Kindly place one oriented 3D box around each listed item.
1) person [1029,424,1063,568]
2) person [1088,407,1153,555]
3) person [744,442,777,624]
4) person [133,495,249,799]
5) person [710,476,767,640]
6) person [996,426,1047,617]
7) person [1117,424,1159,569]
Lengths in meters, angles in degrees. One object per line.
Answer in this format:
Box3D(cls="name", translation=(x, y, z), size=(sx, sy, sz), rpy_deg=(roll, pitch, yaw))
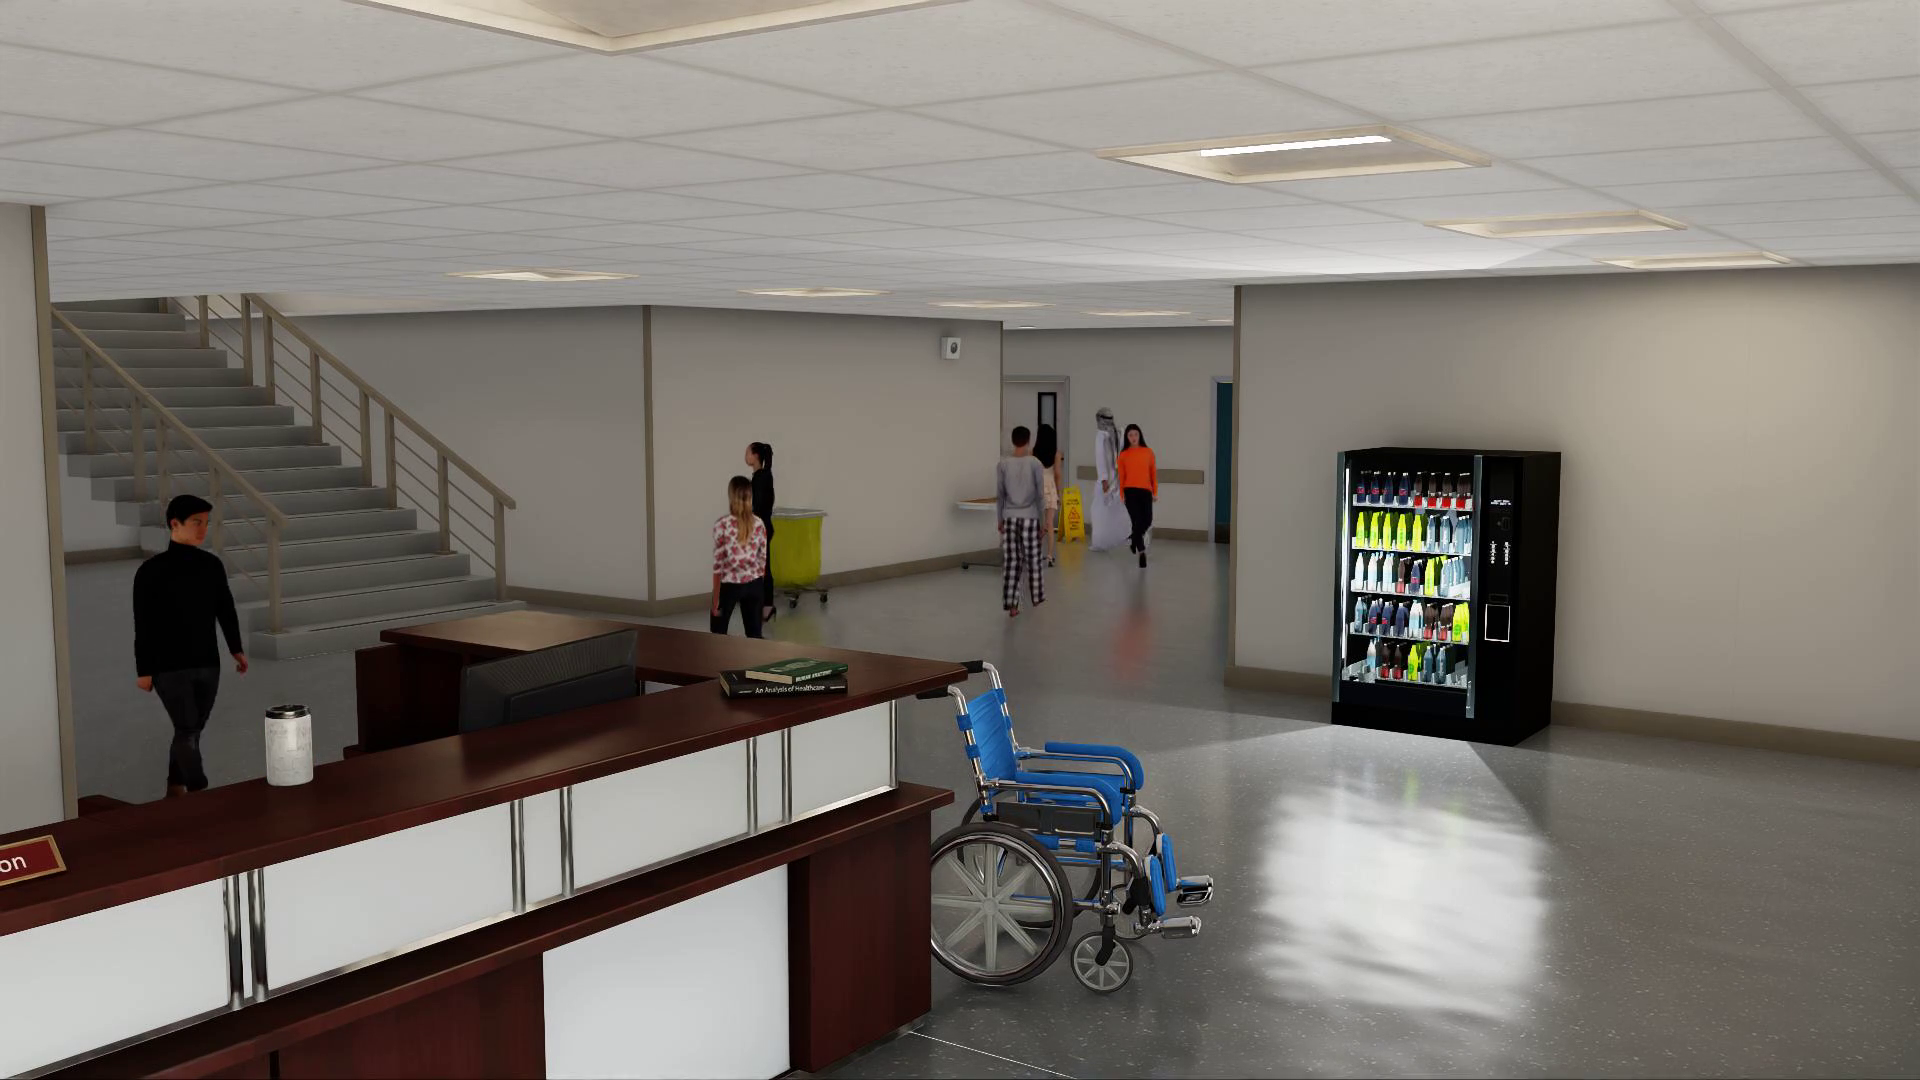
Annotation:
Box3D(cls="person", translation=(1.012, -0.541, 20.178), size=(0.559, 1.731, 0.681), rpy_deg=(2, 6, 17))
Box3D(cls="person", translation=(2.021, -0.726, 21.255), size=(0.852, 1.884, 1.236), rpy_deg=(-5, 8, -43))
Box3D(cls="person", translation=(-1.801, -0.066, 15.601), size=(0.775, 1.703, 0.715), rpy_deg=(-1, 6, -10))
Box3D(cls="person", translation=(-4.128, 0.626, 8.776), size=(0.976, 1.692, 0.705), rpy_deg=(3, 7, 29))
Box3D(cls="person", translation=(-1.510, 0.374, 11.669), size=(0.749, 1.615, 0.830), rpy_deg=(-4, 7, -32))
Box3D(cls="person", translation=(0.563, -0.148, 15.899), size=(1.165, 1.807, 1.019), rpy_deg=(1, 6, 13))
Box3D(cls="person", translation=(2.127, -0.534, 20.138), size=(0.996, 1.725, 1.042), rpy_deg=(-1, 6, -11))
